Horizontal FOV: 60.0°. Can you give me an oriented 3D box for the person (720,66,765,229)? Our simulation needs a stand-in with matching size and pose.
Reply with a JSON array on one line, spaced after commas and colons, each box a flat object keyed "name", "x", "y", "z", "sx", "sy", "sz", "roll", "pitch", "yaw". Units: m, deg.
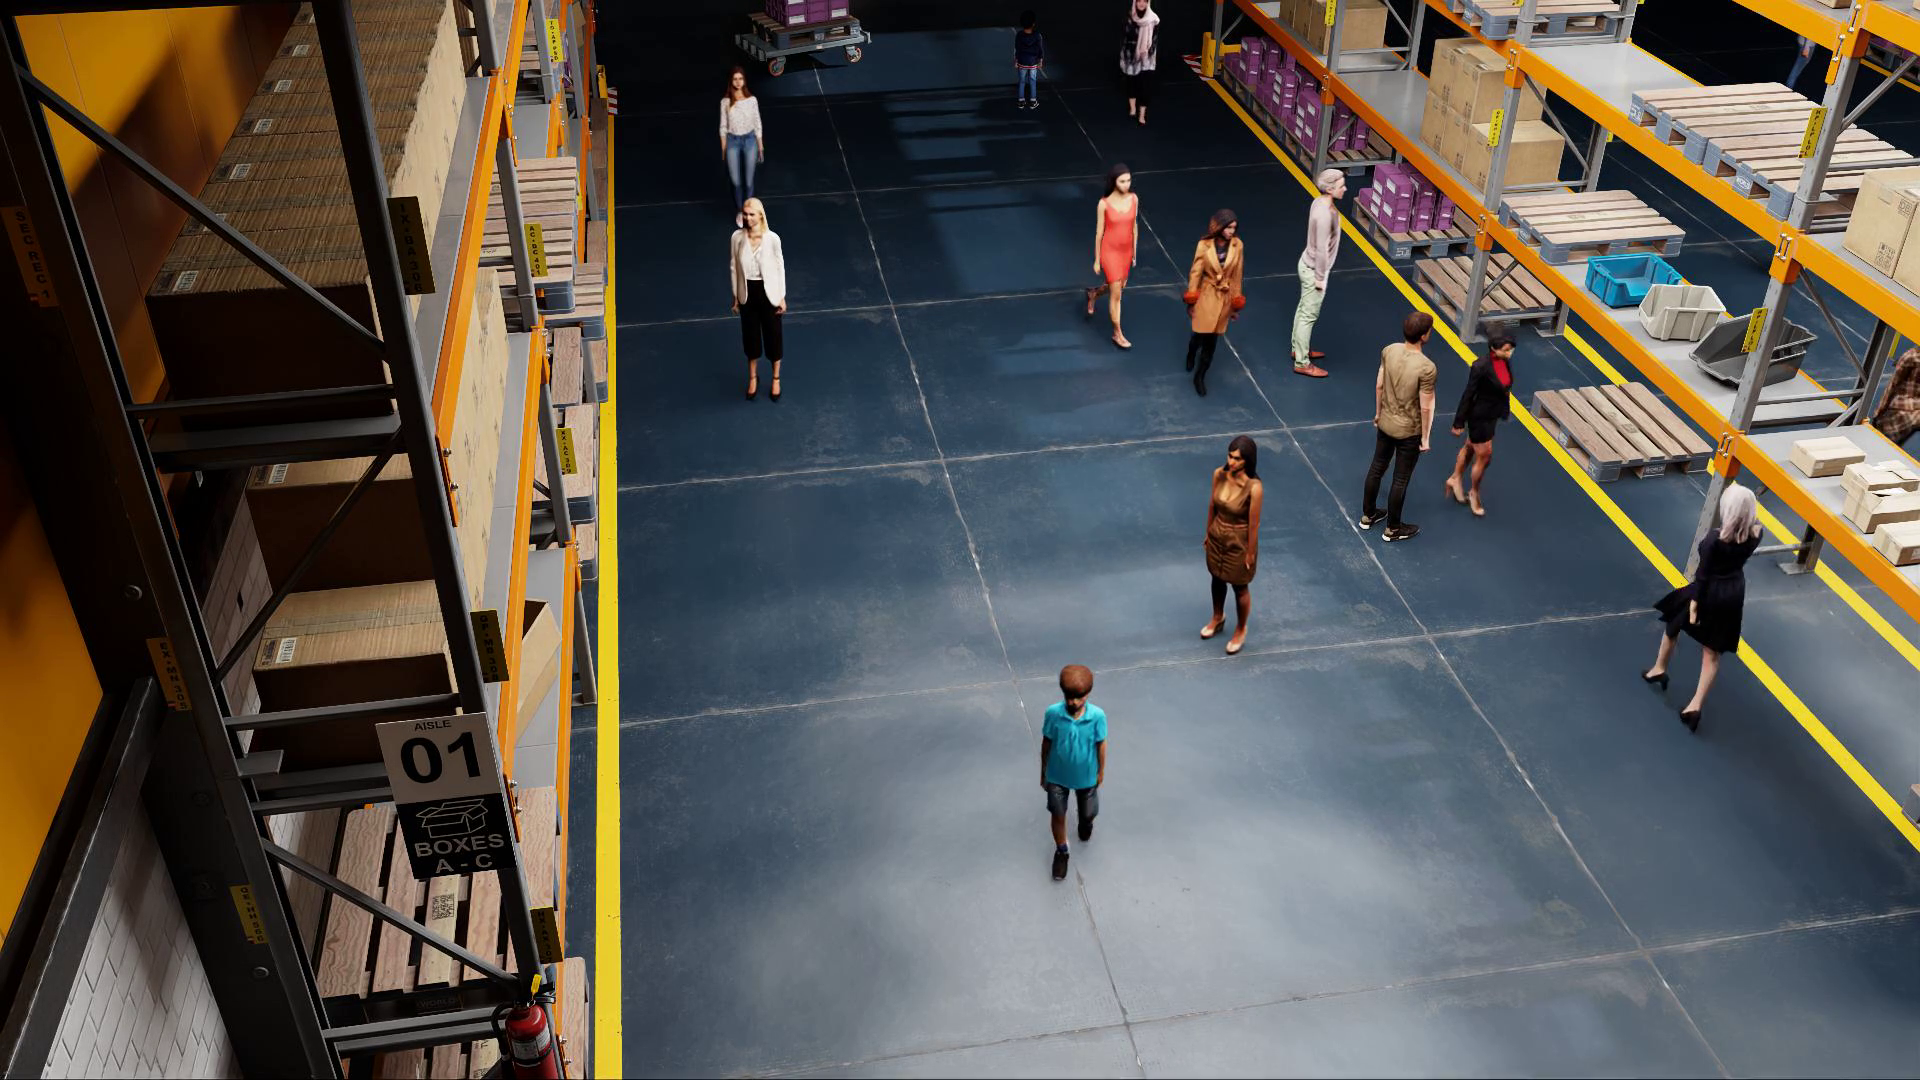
[{"name": "person", "x": -2.328, "y": -4.180, "z": 17.584, "sx": 0.621, "sy": 1.720, "sz": 0.600, "roll": -8, "pitch": 35, "yaw": -12}]

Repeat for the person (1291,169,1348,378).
[{"name": "person", "x": 3.165, "y": -2.396, "z": 14.762, "sx": 0.804, "sy": 1.874, "sz": 0.655, "roll": 5, "pitch": 34, "yaw": 7}]

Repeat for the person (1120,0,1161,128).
[{"name": "person", "x": 2.164, "y": -5.923, "z": 20.307, "sx": 0.755, "sy": 1.608, "sz": 0.991, "roll": 3, "pitch": 34, "yaw": 4}]

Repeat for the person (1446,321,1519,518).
[{"name": "person", "x": 3.939, "y": -0.925, "z": 12.781, "sx": 0.800, "sy": 1.617, "sz": 0.817, "roll": -28, "pitch": 43, "yaw": -35}]

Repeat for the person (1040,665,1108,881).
[{"name": "person", "x": 0.654, "y": 1.284, "z": 9.619, "sx": 0.647, "sy": 1.438, "sz": 0.786, "roll": 5, "pitch": 34, "yaw": 7}]

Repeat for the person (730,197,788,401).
[{"name": "person", "x": -1.716, "y": -2.051, "z": 14.258, "sx": 0.679, "sy": 1.857, "sz": 0.622, "roll": 4, "pitch": 34, "yaw": 5}]

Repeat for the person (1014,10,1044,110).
[{"name": "person", "x": 0.846, "y": -6.009, "z": 20.788, "sx": 0.574, "sy": 1.220, "sz": 0.571, "roll": 5, "pitch": 34, "yaw": 7}]

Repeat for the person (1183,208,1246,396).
[{"name": "person", "x": 2.196, "y": -2.091, "z": 14.456, "sx": 0.715, "sy": 1.705, "sz": 0.777, "roll": -1, "pitch": 34, "yaw": -1}]

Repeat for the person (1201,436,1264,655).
[{"name": "person", "x": 1.849, "y": 0.024, "z": 11.292, "sx": 0.701, "sy": 1.684, "sz": 0.606, "roll": -27, "pitch": 42, "yaw": -34}]

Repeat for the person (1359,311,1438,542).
[{"name": "person", "x": 3.301, "y": -0.867, "z": 12.482, "sx": 0.811, "sy": 1.851, "sz": 0.663, "roll": -22, "pitch": 39, "yaw": -29}]

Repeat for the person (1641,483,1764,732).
[{"name": "person", "x": 4.846, "y": 0.463, "z": 10.594, "sx": 0.570, "sy": 1.725, "sz": 0.819, "roll": -5, "pitch": 34, "yaw": -8}]

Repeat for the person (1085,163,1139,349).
[{"name": "person", "x": 1.384, "y": -2.655, "z": 15.313, "sx": 0.810, "sy": 1.694, "sz": 1.118, "roll": -17, "pitch": 37, "yaw": -24}]
